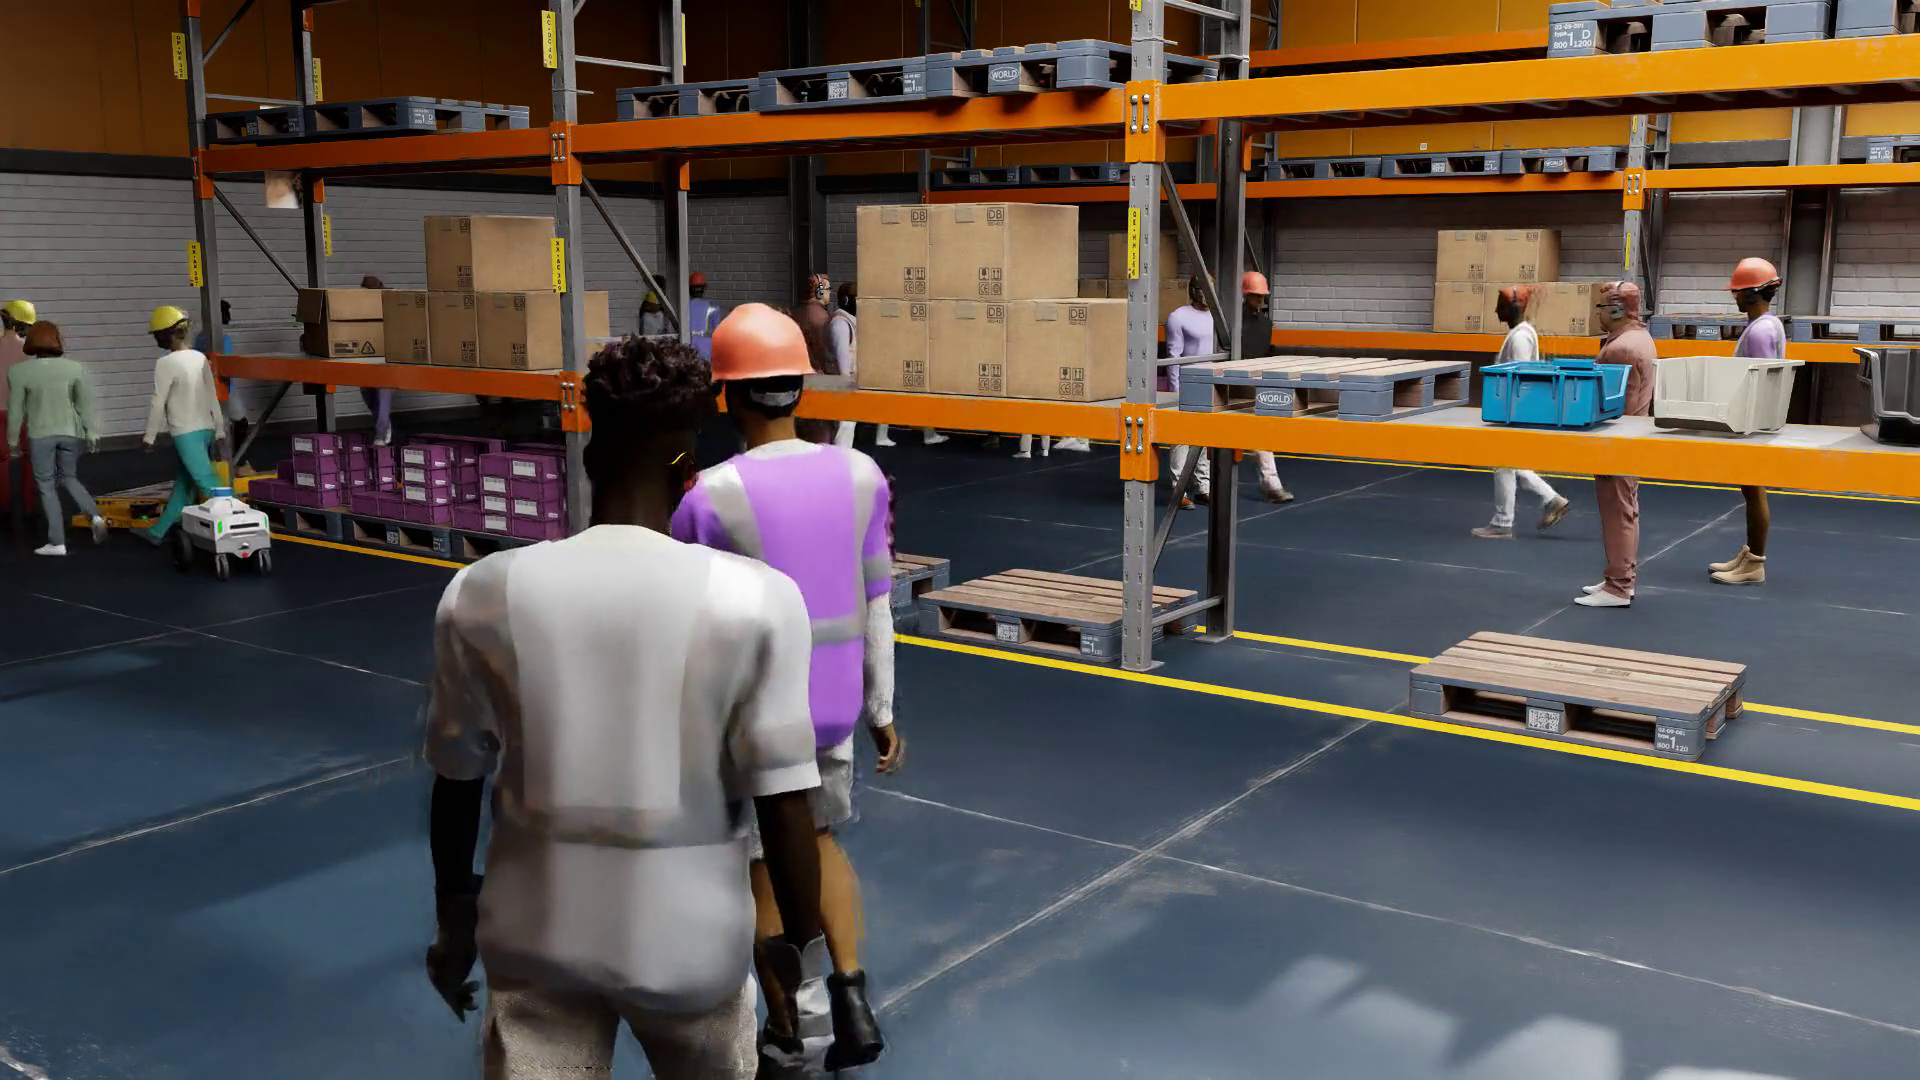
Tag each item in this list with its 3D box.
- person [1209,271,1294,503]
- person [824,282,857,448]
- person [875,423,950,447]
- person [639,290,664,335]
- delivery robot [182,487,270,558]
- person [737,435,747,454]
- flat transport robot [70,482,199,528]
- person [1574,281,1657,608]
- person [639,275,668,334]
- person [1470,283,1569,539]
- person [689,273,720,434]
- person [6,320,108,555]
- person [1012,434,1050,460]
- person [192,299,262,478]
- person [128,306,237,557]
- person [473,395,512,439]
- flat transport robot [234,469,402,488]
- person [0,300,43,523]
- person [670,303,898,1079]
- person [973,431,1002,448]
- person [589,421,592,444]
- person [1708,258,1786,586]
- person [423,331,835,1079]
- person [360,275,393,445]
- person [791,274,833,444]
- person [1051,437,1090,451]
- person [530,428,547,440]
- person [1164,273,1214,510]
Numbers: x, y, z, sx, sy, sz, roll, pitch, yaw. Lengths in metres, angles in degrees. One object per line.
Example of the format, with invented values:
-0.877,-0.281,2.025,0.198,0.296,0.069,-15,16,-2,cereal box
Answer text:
2.381,-1.286,14.042,0.640,1.940,1.063,-6,11,-30,person
-0.980,-1.367,14.779,0.428,1.839,0.631,0,10,3,person
-0.512,-1.935,18.084,0.908,1.862,0.675,-5,11,-30,person
-3.546,-2.069,19.388,0.773,1.692,0.579,-2,10,-11,person
-4.754,-0.100,10.760,0.477,0.478,0.707,-9,13,-42,delivery robot
-1.555,-1.050,13.560,0.729,1.602,0.535,2,10,14,person
-6.217,-0.296,13.063,0.652,0.197,1.431,1,10,9,flat transport robot
3.831,-0.557,9.762,0.402,1.904,0.651,5,11,29,person
-3.675,-2.229,19.890,0.989,1.874,0.614,2,10,12,person
4.064,-0.916,12.010,0.569,1.867,0.571,3,10,18,person
-3.088,-2.196,19.623,0.551,1.878,0.959,-1,10,-3,person
-6.221,-0.691,11.414,0.423,1.616,0.486,6,11,33,person
0.731,-1.639,16.992,0.514,1.642,0.309,-6,11,-33,person
-6.729,-1.360,15.219,0.541,1.667,0.663,5,11,29,person
-5.332,-0.728,11.335,0.944,1.706,0.541,1,10,6,person
-5.333,-2.148,18.876,0.626,2.020,0.520,5,11,29,person
-5.415,-0.475,14.128,1.431,0.197,0.652,-1,10,-5,flat transport robot
-7.304,-0.988,12.848,0.569,1.714,0.465,-4,10,-21,person
-0.426,0.406,3.961,0.582,1.924,0.406,-7,12,-34,person
0.302,-1.961,18.055,0.374,1.928,0.543,1,10,8,person
-3.168,-1.224,14.610,0.825,1.594,0.545,6,11,31,person
4.924,-0.729,10.385,0.394,2.040,0.608,5,11,26,person
-0.549,0.619,2.738,0.707,1.897,1.013,0,10,2,person
-6.329,-1.932,18.058,0.651,1.877,0.878,0,10,1,person
-1.269,-1.446,15.049,0.410,1.909,0.642,-6,11,-33,person
1.140,-1.847,17.633,0.526,1.839,0.589,4,11,25,person
-4.686,-1.919,18.740,0.543,1.596,0.838,4,10,24,person
1.953,-1.219,13.604,0.628,1.940,0.373,-6,11,-31,person
